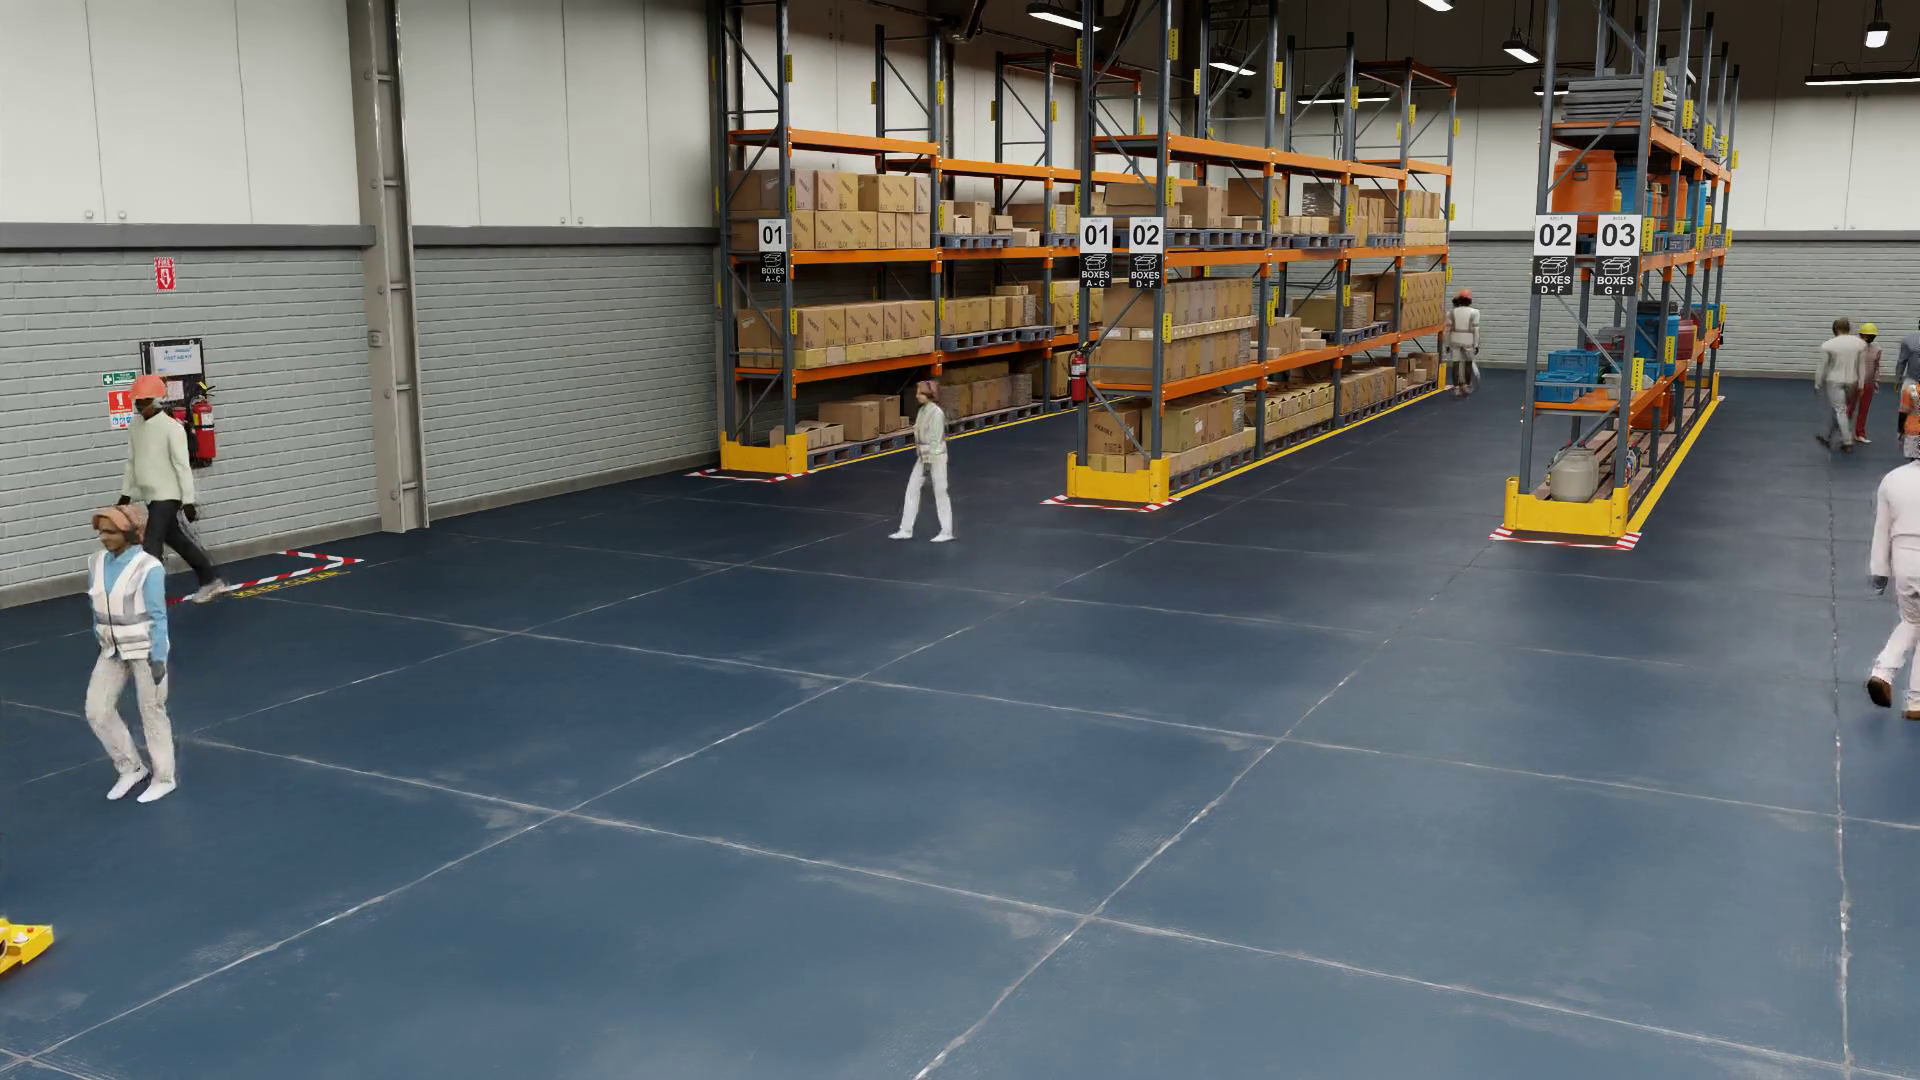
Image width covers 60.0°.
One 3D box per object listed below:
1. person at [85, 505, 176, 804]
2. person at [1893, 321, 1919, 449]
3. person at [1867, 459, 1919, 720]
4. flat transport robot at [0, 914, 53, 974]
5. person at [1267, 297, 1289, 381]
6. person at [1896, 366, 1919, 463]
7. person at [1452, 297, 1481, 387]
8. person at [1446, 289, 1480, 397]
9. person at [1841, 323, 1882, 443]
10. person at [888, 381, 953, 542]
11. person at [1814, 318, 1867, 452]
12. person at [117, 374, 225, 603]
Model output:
[{"bbox_3d":[-4.420,0.618,8.844,0.541,1.620,0.443,4,11,20],"label":"person"},{"bbox_3d":[13.553,-2.215,23.465,0.677,1.926,0.576,8,13,38],"label":"person"},{"bbox_3d":[6.061,0.204,10.377,0.453,1.890,0.652,-5,11,-23],"label":"person"},{"bbox_3d":[-4.234,1.748,6.387,0.652,0.197,1.431,1,10,4],"label":"flat transport robot"},{"bbox_3d":[5.917,-3.593,31.079,0.603,1.904,0.593,8,13,37],"label":"person"},{"bbox_3d":[10.760,-1.201,18.589,0.552,1.677,0.565,4,11,20],"label":"person"},{"bbox_3d":[10.078,-3.935,33.165,0.561,1.825,0.711,-4,11,-22],"label":"person"},{"bbox_3d":[9.542,-3.729,31.493,0.636,2.009,0.925,5,12,27],"label":"person"},{"bbox_3d":[13.195,-2.285,24.302,0.533,1.765,0.330,-1,10,-7],"label":"person"},{"bbox_3d":[-0.387,-0.753,16.373,0.729,1.613,0.518,-5,12,-26],"label":"person"},{"bbox_3d":[12.447,-2.201,23.553,0.634,1.873,1.068,-1,10,-4],"label":"person"},{"bbox_3d":[-6.407,-0.377,13.422,0.624,1.951,1.023,7,13,34],"label":"person"}]
